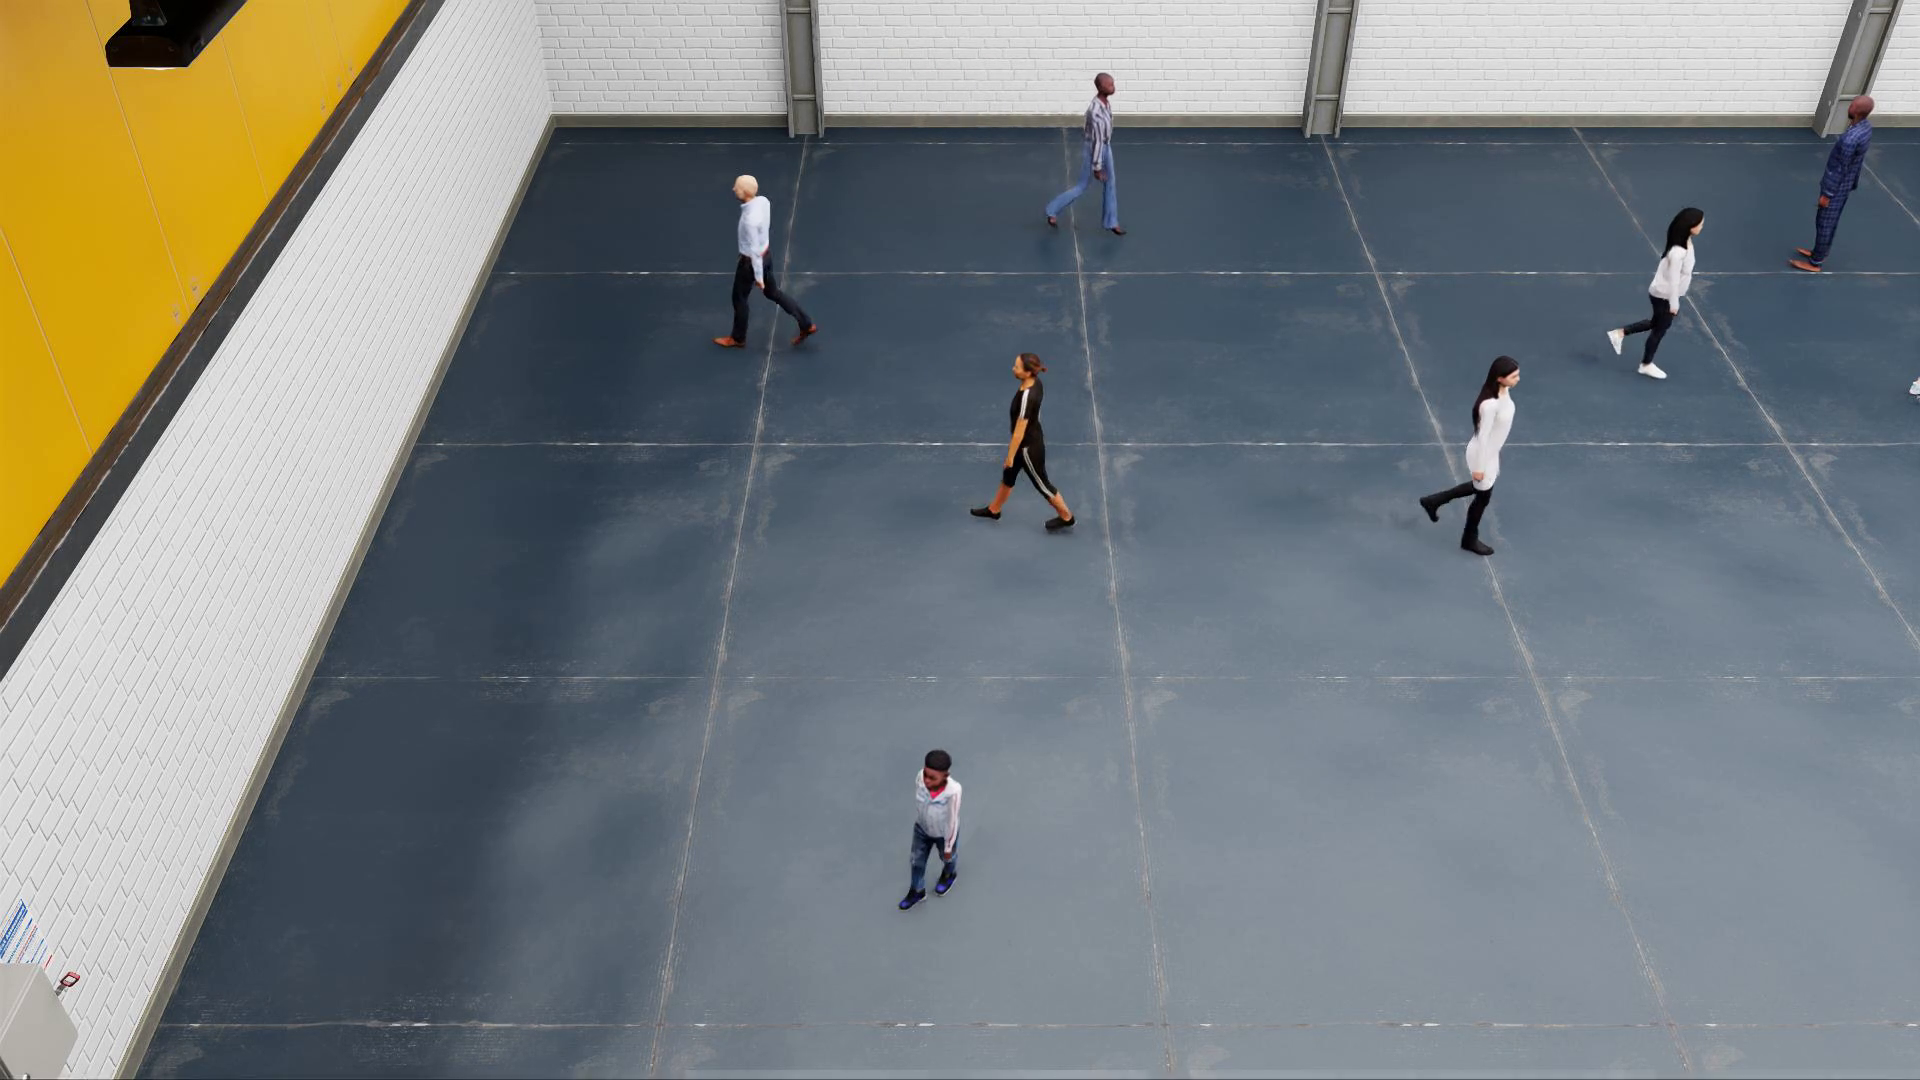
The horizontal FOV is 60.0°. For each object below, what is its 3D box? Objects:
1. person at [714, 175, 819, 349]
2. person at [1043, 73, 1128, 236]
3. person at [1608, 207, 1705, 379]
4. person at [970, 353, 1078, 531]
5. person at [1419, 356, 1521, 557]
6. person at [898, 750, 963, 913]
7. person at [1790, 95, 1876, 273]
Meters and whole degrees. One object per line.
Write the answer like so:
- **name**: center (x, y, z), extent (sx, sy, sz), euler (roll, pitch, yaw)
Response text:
- **person**: center (-1.774, -2.504, 15.192), extent (1.261, 1.759, 0.798), euler (7, 39, 9)
- **person**: center (1.284, -3.898, 16.937), extent (1.183, 1.759, 0.827), euler (10, 40, 12)
- **person**: center (6.230, -2.223, 14.901), extent (0.944, 1.684, 0.826), euler (18, 42, 21)
- **person**: center (0.614, -0.732, 13.078), extent (1.141, 1.628, 0.711), euler (5, 39, 7)
- **person**: center (3.980, -0.679, 12.881), extent (1.009, 1.792, 0.872), euler (20, 43, 23)
- **person**: center (-0.100, 1.727, 10.306), extent (0.718, 1.246, 0.737), euler (21, 43, 24)
- **person**: center (8.682, -3.528, 16.427), extent (0.786, 1.818, 0.756), euler (25, 45, 28)
